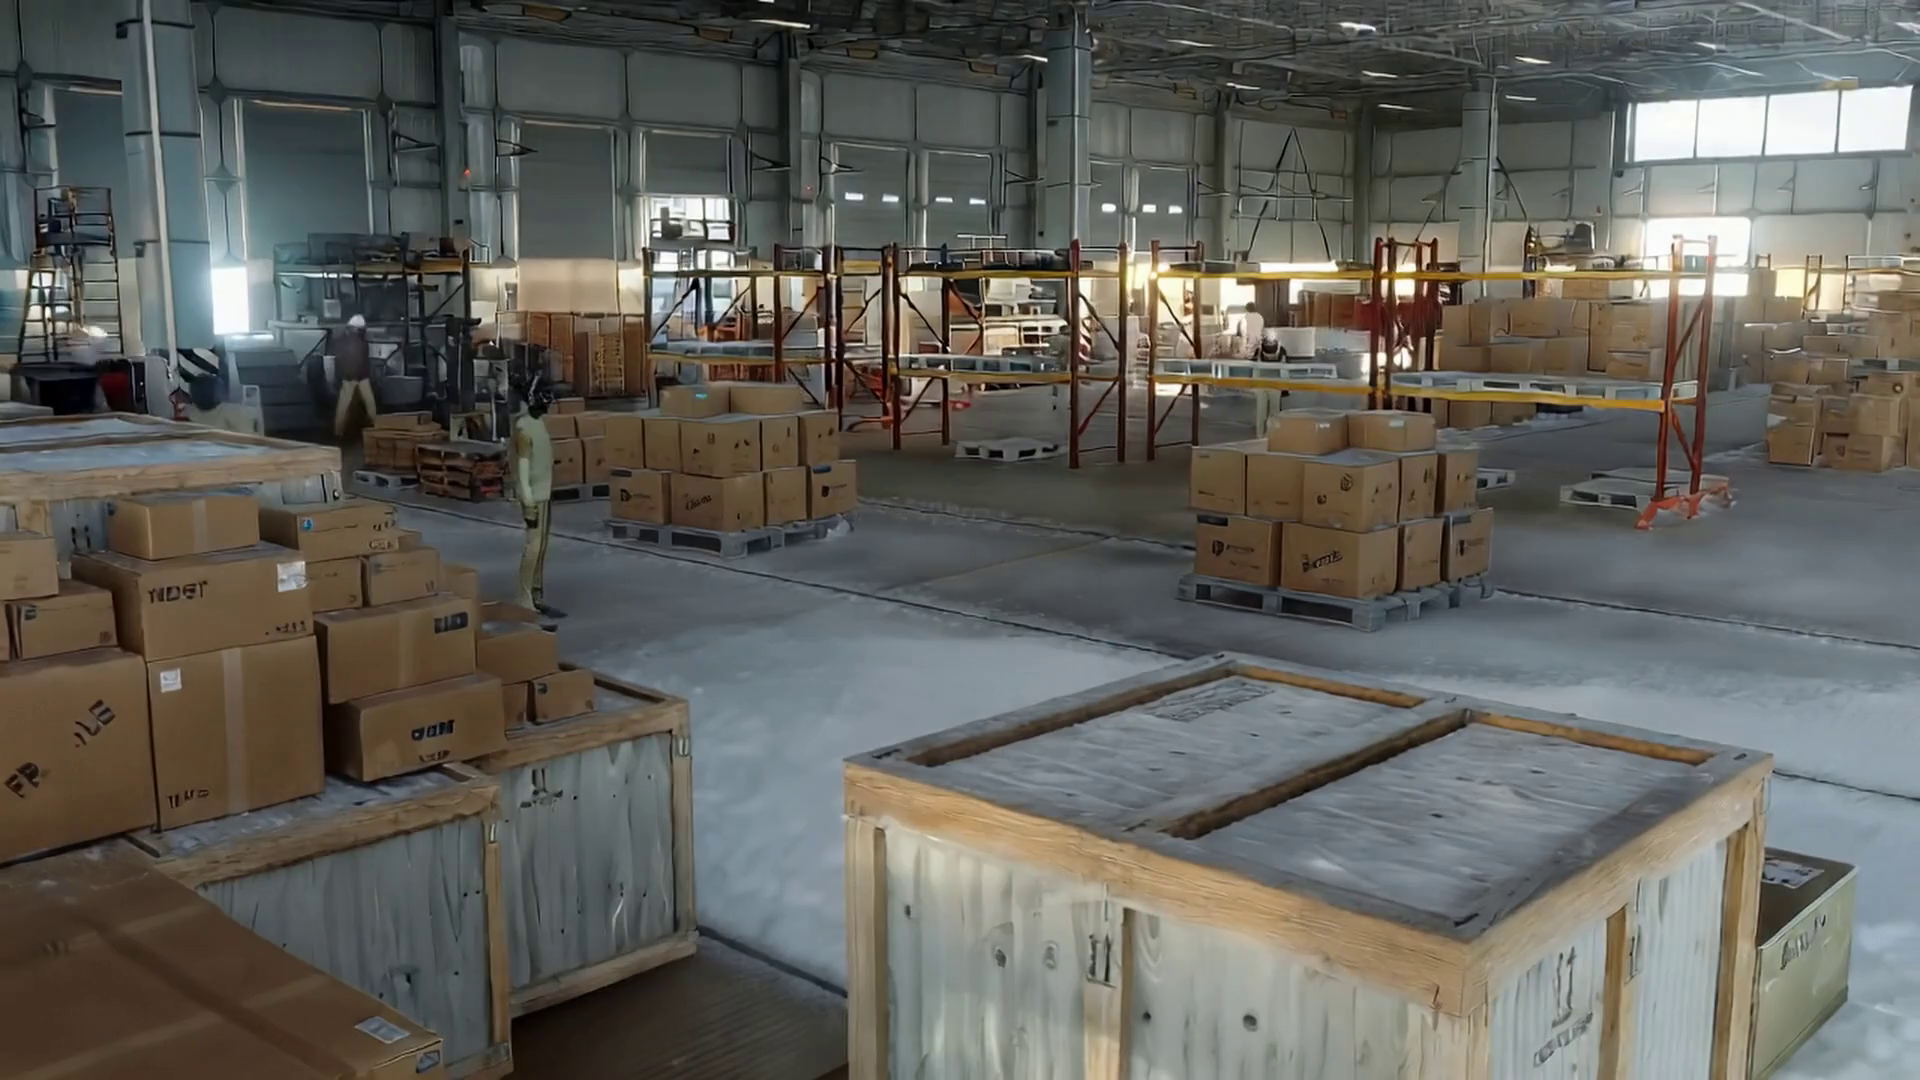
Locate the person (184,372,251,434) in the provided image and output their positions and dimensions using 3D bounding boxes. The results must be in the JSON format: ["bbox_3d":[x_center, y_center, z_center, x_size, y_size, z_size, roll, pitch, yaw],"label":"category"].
[{"bbox_3d":[-6.017,-0.434,13.422,0.658,1.828,0.480,5,10,26],"label":"person"}]

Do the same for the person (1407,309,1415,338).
[{"bbox_3d":[12.761,-5.688,46.333,0.706,1.601,0.577,-9,13,-44],"label":"person"}]

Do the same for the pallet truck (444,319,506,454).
[{"bbox_3d":[-6.981,-1.942,22.150,1.885,1.965,0.823,1,9,9],"label":"pallet truck"}]

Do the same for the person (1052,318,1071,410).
[{"bbox_3d":[1.978,-3.304,31.316,0.483,1.737,0.320,0,9,3],"label":"person"}]

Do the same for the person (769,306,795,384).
[{"bbox_3d":[-3.853,-4.182,36.344,0.570,1.856,0.853,6,11,31],"label":"person"}]

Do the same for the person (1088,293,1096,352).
[{"bbox_3d":[4.006,-6.674,51.389,0.549,1.929,0.387,-8,12,-40],"label":"person"}]

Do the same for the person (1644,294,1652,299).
[{"bbox_3d":[19.641,-6.082,47.713,0.352,1.937,0.635,1,9,5],"label":"person"}]

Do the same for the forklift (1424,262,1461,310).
[{"bbox_3d":[13.086,-6.153,45.267,1.129,2.768,1.873,5,10,26],"label":"forklift"}]

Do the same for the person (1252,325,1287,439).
[{"bbox_3d":[4.461,-2.169,24.009,0.505,1.845,0.346,5,11,30],"label":"person"}]

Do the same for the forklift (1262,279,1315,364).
[{"bbox_3d":[8.555,-6.090,44.881,1.873,2.768,1.129,9,13,43],"label":"forklift"}]

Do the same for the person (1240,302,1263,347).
[{"bbox_3d":[6.784,-4.605,38.849,0.631,1.888,1.040,-3,10,-17],"label":"person"}]

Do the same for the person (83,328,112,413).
[{"bbox_3d":[-13.574,-2.482,26.299,0.551,1.713,0.911,8,12,42],"label":"person"}]

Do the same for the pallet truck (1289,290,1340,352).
[{"bbox_3d":[11.297,-6.951,52.861,1.885,1.965,0.823,-5,11,-29],"label":"pallet truck"}]

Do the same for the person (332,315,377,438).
[{"bbox_3d":[-9.485,-2.550,26.076,1.016,1.947,0.619,4,10,24],"label":"person"}]

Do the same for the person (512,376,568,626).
[{"bbox_3d":[-3.159,-0.294,12.462,0.329,1.865,0.508,0,9,1],"label":"person"}]
